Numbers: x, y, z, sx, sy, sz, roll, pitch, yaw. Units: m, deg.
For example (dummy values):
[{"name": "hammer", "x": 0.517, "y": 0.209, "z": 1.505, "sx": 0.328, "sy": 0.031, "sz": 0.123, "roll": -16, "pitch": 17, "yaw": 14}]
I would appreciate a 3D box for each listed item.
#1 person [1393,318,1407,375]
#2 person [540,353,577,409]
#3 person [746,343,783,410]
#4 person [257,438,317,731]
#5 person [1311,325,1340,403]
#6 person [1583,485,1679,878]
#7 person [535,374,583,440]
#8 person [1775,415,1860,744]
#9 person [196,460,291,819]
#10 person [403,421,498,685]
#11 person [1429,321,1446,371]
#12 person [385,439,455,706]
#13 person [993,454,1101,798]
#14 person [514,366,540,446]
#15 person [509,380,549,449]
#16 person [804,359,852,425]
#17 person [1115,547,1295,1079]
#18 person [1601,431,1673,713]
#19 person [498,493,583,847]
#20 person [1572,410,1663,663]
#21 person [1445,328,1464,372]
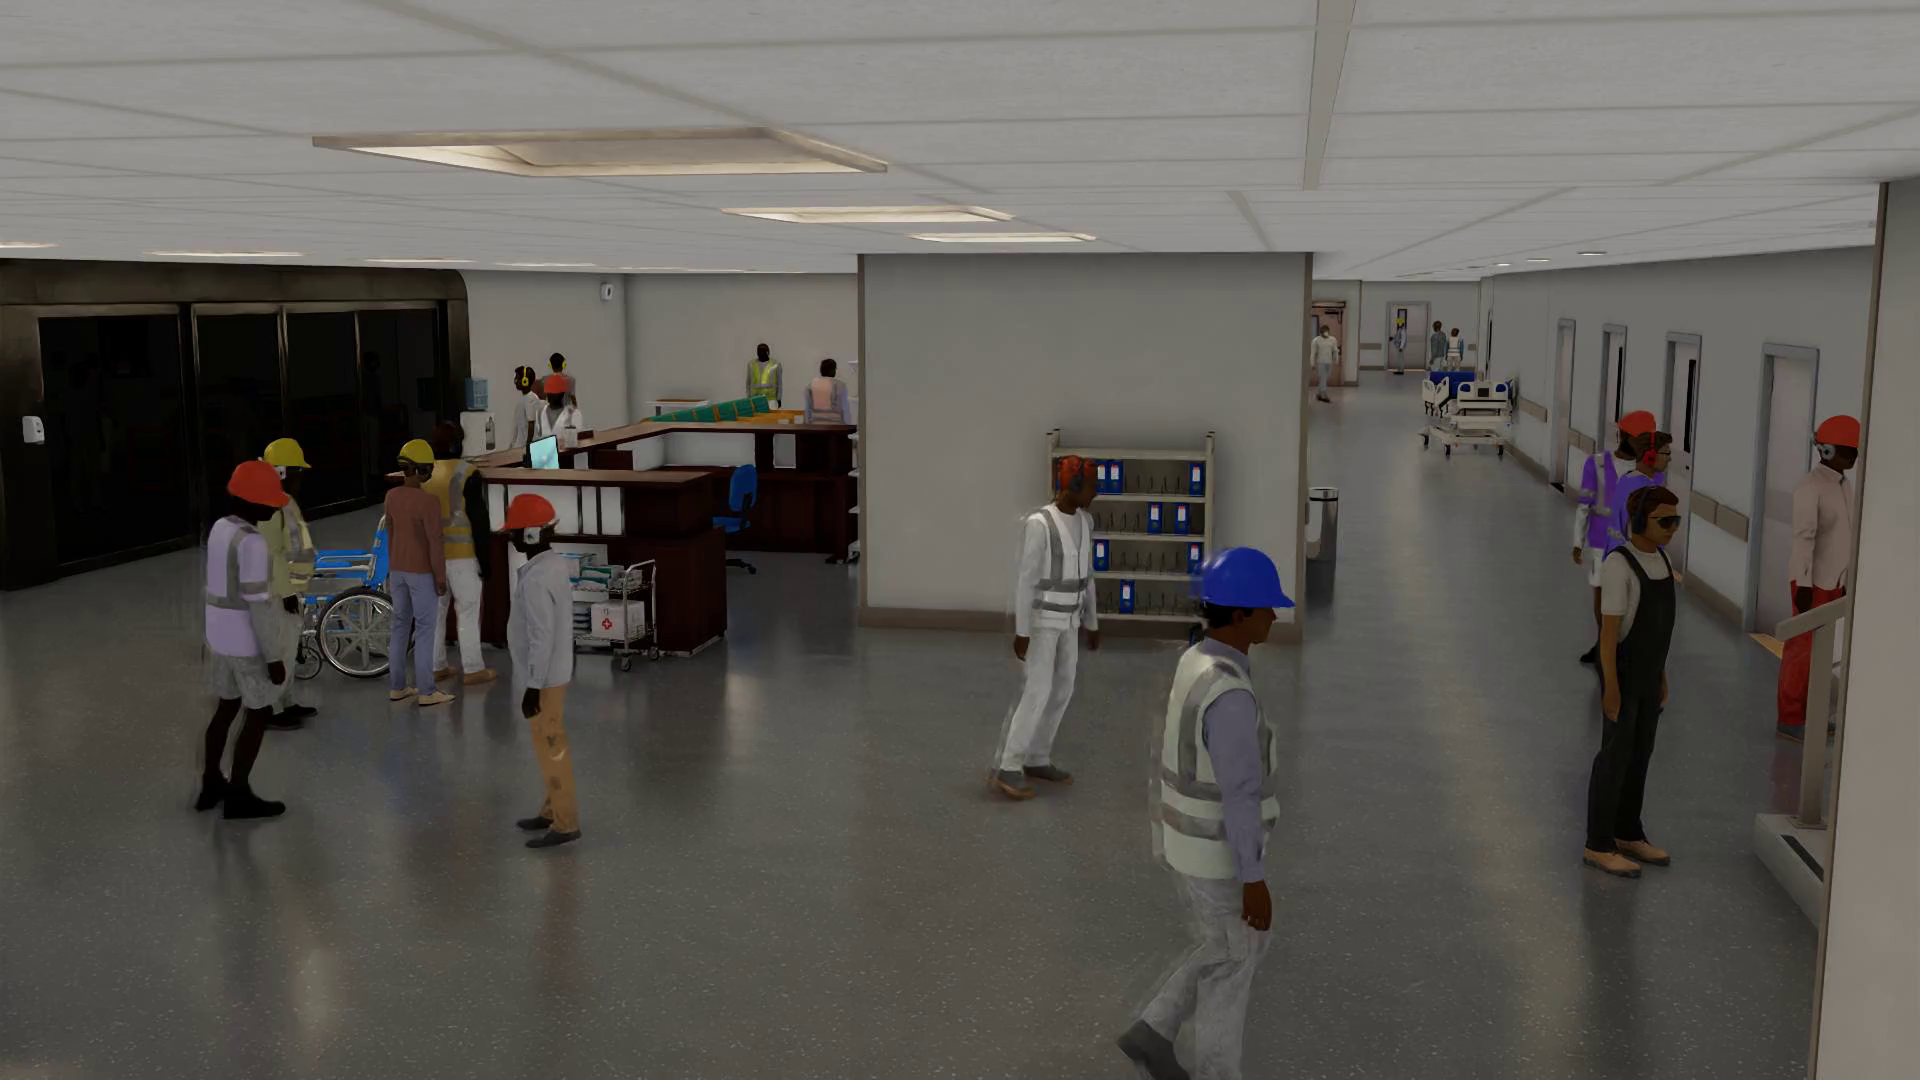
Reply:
[{"name": "person", "x": 14.159, "y": -6.222, "z": 53.490, "sx": 0.403, "sy": 1.823, "sz": 0.586, "roll": 1, "pitch": 9, "yaw": 9}, {"name": "person", "x": -5.593, "y": -1.678, "z": 23.224, "sx": 0.518, "sy": 1.861, "sz": 0.328, "roll": -2, "pitch": 9, "yaw": -12}, {"name": "person", "x": -3.292, "y": -2.376, "z": 27.907, "sx": 0.621, "sy": 1.845, "sz": 0.430, "roll": 1, "pitch": 9, "yaw": 8}, {"name": "person", "x": -4.236, "y": 0.273, "z": 10.416, "sx": 0.403, "sy": 1.816, "sz": 0.607, "roll": -2, "pitch": 9, "yaw": -13}, {"name": "person", "x": 8.892, "y": -4.315, "z": 40.629, "sx": 0.634, "sy": 1.896, "sz": 1.001, "roll": -2, "pitch": 9, "yaw": -14}, {"name": "person", "x": 3.175, "y": 0.650, "z": 7.832, "sx": 0.513, "sy": 1.839, "sz": 0.339, "roll": -7, "pitch": 11, "yaw": -39}, {"name": "person", "x": -4.142, "y": -0.760, "z": 17.066, "sx": 0.547, "sy": 1.874, "sz": 1.020, "roll": 2, "pitch": 9, "yaw": 16}, {"name": "person", "x": 5.231, "y": 0.236, "z": 10.074, "sx": 0.623, "sy": 1.989, "sz": 0.401, "roll": -8, "pitch": 12, "yaw": -42}, {"name": "person", "x": -3.736, "y": 0.511, "z": 8.626, "sx": 0.749, "sy": 1.884, "sz": 0.412, "roll": 8, "pitch": 12, "yaw": 42}, {"name": "person", "x": -3.523, "y": 0.092, "z": 11.541, "sx": 0.628, "sy": 1.842, "sz": 0.429, "roll": 3, "pitch": 9, "yaw": 18}, {"name": "person", "x": 12.318, "y": -4.694, "z": 42.965, "sx": 0.370, "sy": 1.941, "sz": 0.627, "roll": 7, "pitch": 11, "yaw": 39}, {"name": "person", "x": -3.589, "y": 0.211, "z": 11.031, "sx": 0.522, "sy": 1.758, "sz": 0.349, "roll": 5, "pitch": 10, "yaw": 32}, {"name": "person", "x": 0.508, "y": 0.455, "z": 9.098, "sx": 0.391, "sy": 1.847, "sz": 0.665, "roll": 7, "pitch": 11, "yaw": 38}, {"name": "person", "x": -4.950, "y": -1.054, "z": 19.036, "sx": 0.328, "sy": 1.872, "sz": 0.513, "roll": -2, "pitch": 9, "yaw": -12}, {"name": "person", "x": -5.387, "y": -1.216, "z": 20.972, "sx": 0.566, "sy": 1.596, "sz": 0.738, "roll": -3, "pitch": 9, "yaw": -18}, {"name": "person", "x": -1.727, "y": -1.465, "z": 21.919, "sx": 0.644, "sy": 1.835, "sz": 0.439, "roll": 4, "pitch": 9, "yaw": 22}, {"name": "person", "x": 0.826, "y": 0.978, "z": 5.344, "sx": 0.469, "sy": 1.932, "sz": 0.617, "roll": 0, "pitch": 9, "yaw": 2}, {"name": "person", "x": 4.395, "y": 0.204, "z": 10.822, "sx": 0.392, "sy": 1.837, "sz": 0.560, "roll": 1, "pitch": 9, "yaw": 9}, {"name": "person", "x": -2.058, "y": 0.647, "z": 8.213, "sx": 0.411, "sy": 1.757, "sz": 0.575, "roll": -1, "pitch": 9, "yaw": -5}, {"name": "person", "x": 4.726, "y": -0.001, "z": 11.988, "sx": 0.576, "sy": 1.894, "sz": 0.576, "roll": 2, "pitch": 9, "yaw": 14}, {"name": "person", "x": 14.171, "y": -5.257, "z": 47.704, "sx": 0.517, "sy": 1.636, "sz": 0.314, "roll": 5, "pitch": 10, "yaw": 28}]
